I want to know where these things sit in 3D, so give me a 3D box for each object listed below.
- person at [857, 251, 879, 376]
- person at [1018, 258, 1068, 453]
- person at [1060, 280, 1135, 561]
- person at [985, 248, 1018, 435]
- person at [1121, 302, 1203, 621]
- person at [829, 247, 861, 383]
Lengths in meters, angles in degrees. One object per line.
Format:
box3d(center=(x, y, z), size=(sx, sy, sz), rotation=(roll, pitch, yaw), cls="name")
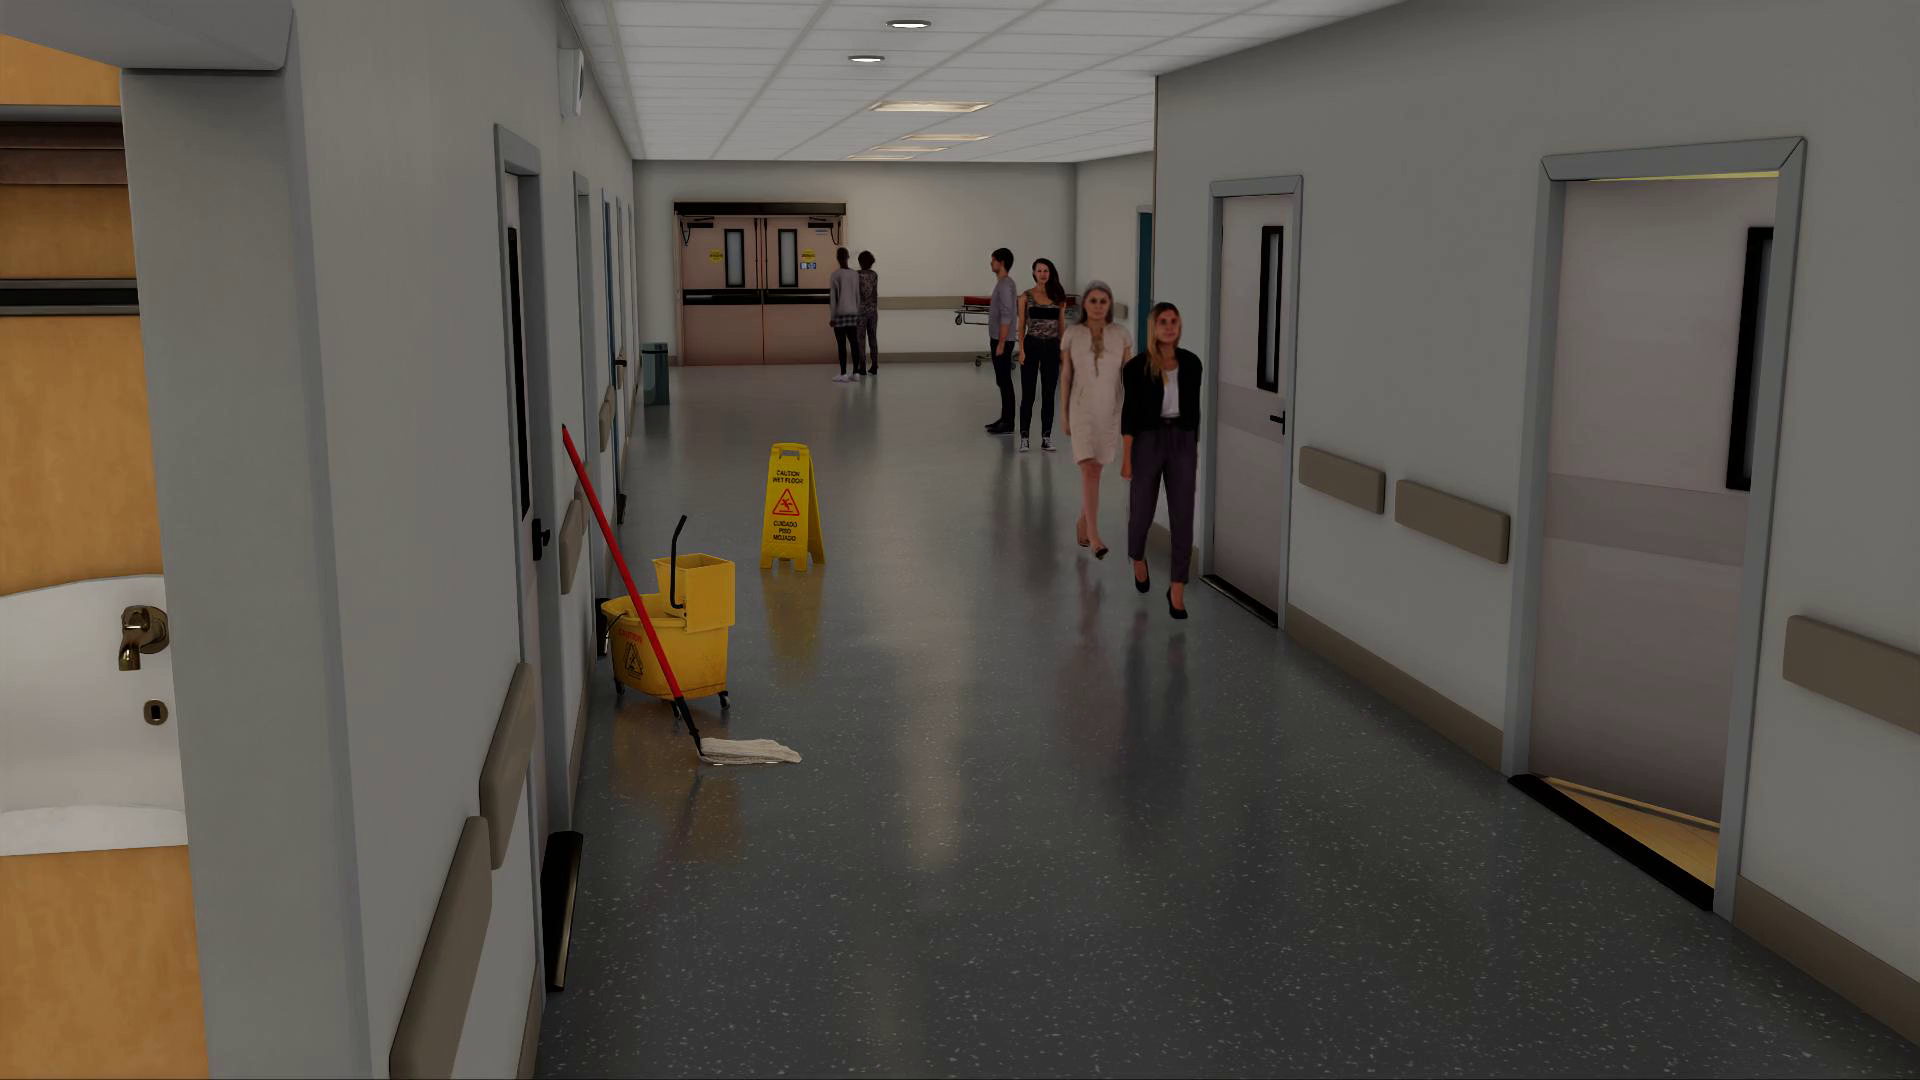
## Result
box3d(center=(-1.314, -3.164, 23.150), size=(0.668, 1.714, 0.695), rotation=(-8, 13, -35), cls="person")
box3d(center=(0.738, -1.704, 15.309), size=(0.594, 1.769, 0.525), rotation=(-2, 11, -9), cls="person")
box3d(center=(0.833, -0.721, 10.367), size=(0.673, 1.681, 1.168), rotation=(-1, 11, -5), cls="person")
box3d(center=(0.437, -2.000, 16.675), size=(0.753, 1.843, 0.531), rotation=(0, 11, 0), cls="person")
box3d(center=(1.054, -0.418, 8.917), size=(0.625, 1.627, 1.026), rotation=(-1, 11, -8), cls="person")
box3d(center=(-1.520, -2.997, 22.120), size=(0.691, 1.772, 0.686), rotation=(-8, 14, -38), cls="person")
